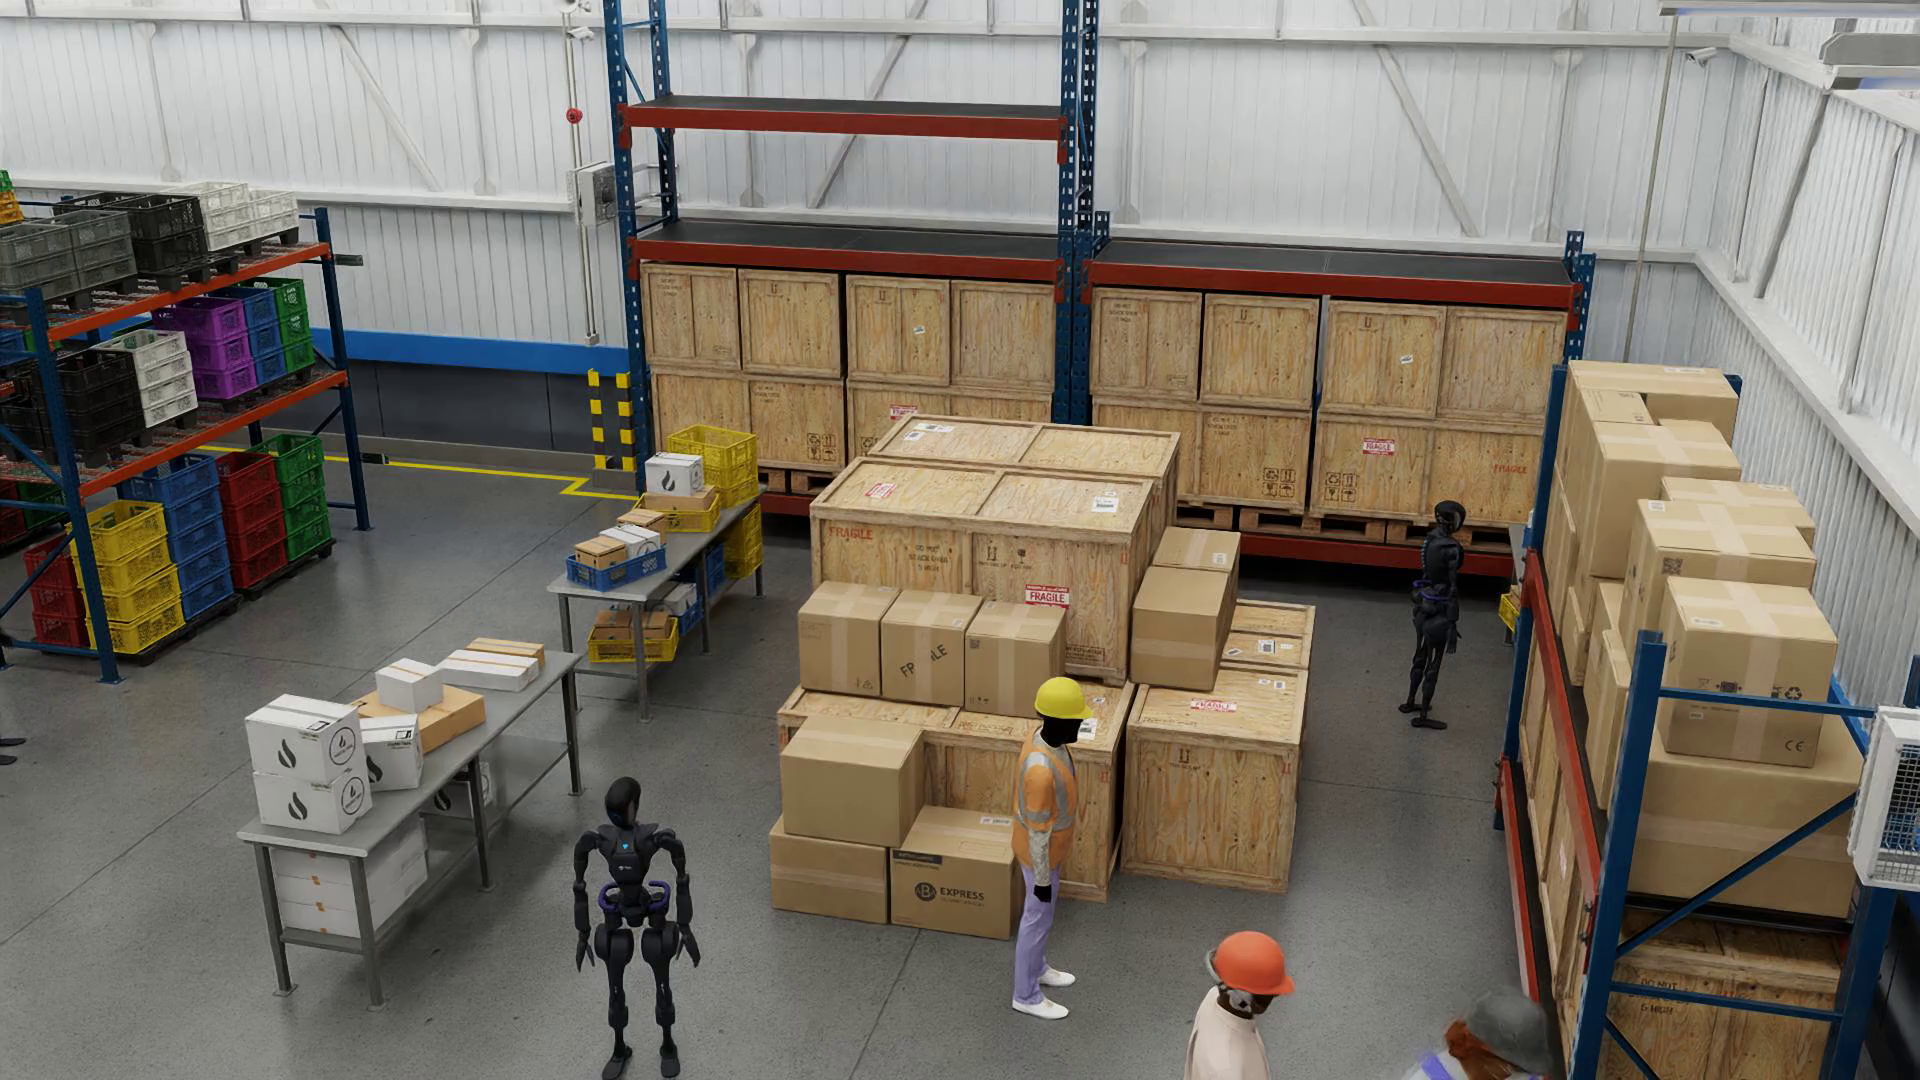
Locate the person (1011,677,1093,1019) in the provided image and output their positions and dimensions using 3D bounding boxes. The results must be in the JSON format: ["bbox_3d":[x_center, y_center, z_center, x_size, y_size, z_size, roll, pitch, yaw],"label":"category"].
[{"bbox_3d":[0.470,1.581,8.606,0.398,1.919,0.586,3,21,8],"label":"person"}]

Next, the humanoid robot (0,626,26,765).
[{"bbox_3d":[-6.605,0.697,11.232,0.330,1.657,0.584,-6,22,-14],"label":"humanoid robot"}]

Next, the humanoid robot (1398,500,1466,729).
[{"bbox_3d":[3.361,0.503,11.739,0.316,1.655,0.612,-2,21,-4],"label":"humanoid robot"}]

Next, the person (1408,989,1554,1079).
[{"bbox_3d":[1.846,2.487,6.061,0.738,2.000,0.567,-11,23,-26],"label":"person"}]

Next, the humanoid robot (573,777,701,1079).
[{"bbox_3d":[-1.577,1.895,8.100,0.611,1.653,0.320,-1,21,-4],"label":"humanoid robot"}]

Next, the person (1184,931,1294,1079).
[{"bbox_3d":[1.038,2.379,6.413,0.380,1.991,0.608,2,21,5],"label":"person"}]
